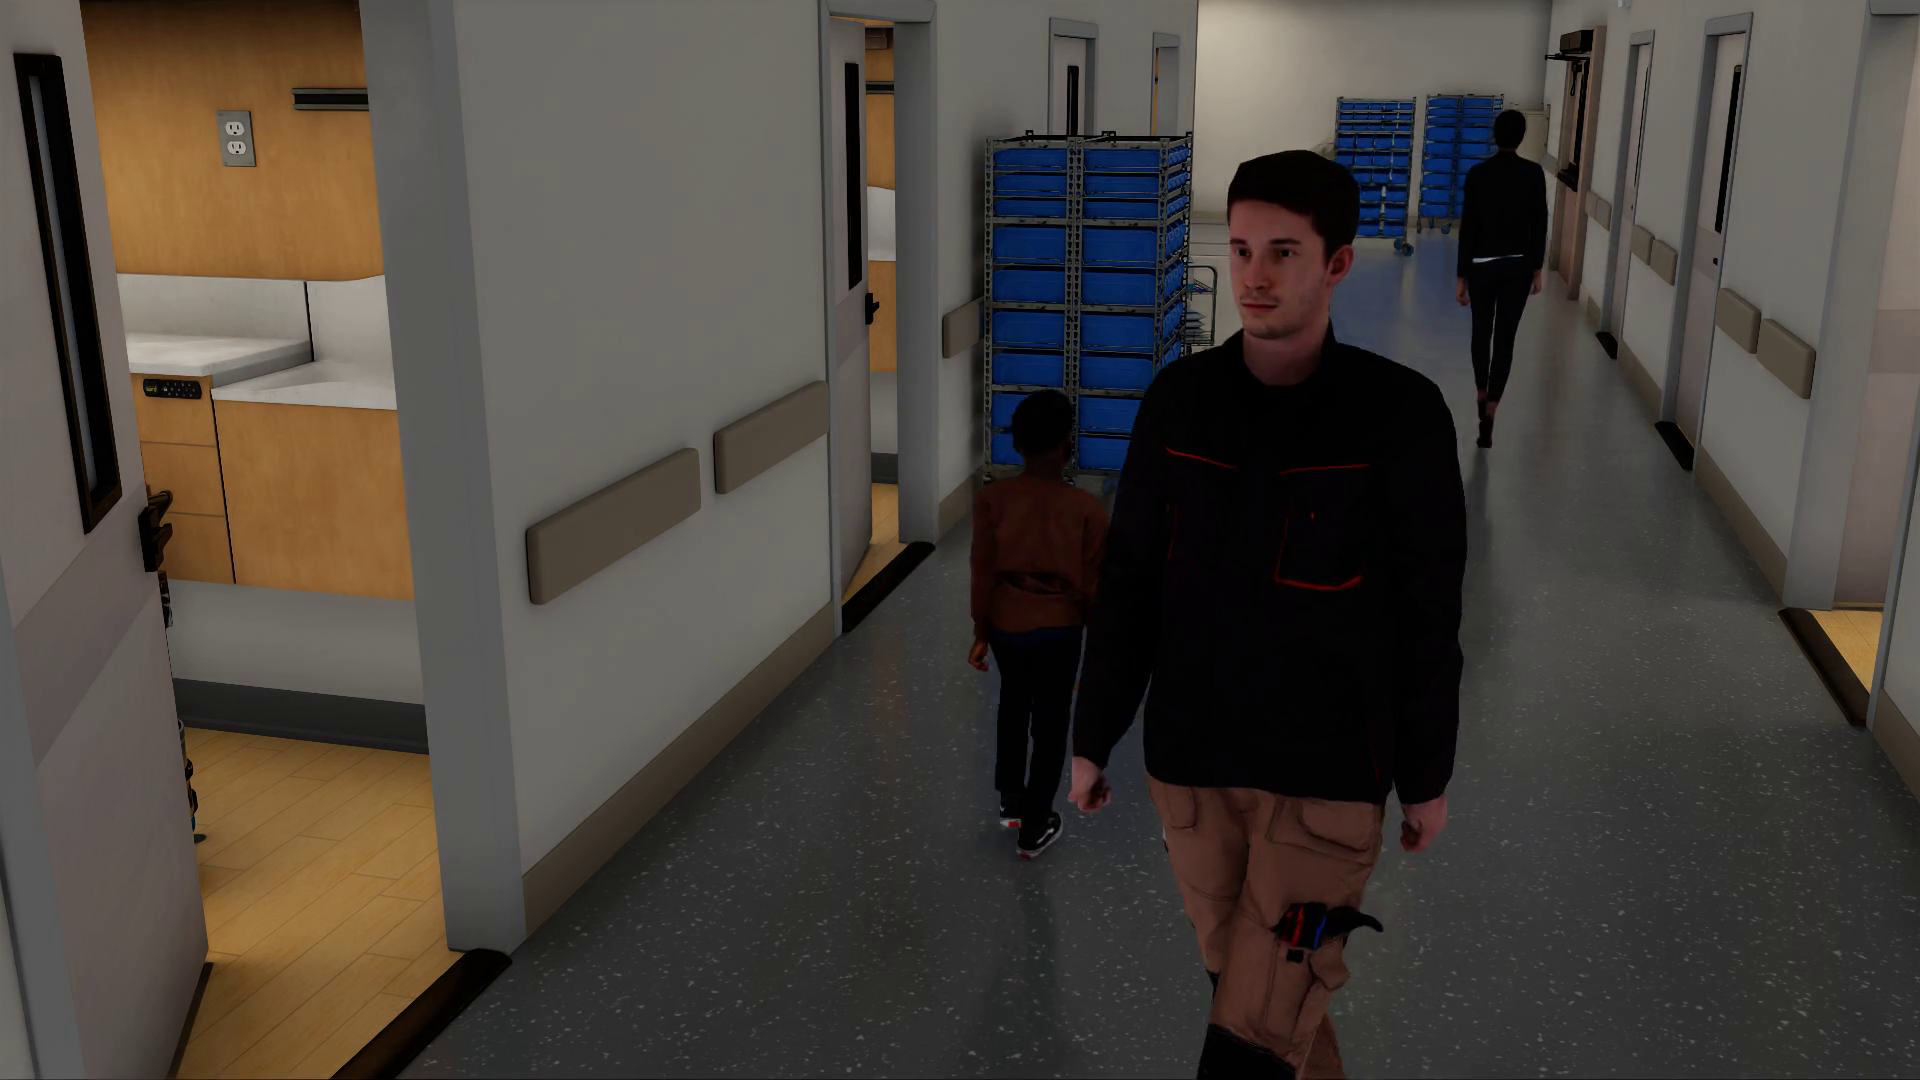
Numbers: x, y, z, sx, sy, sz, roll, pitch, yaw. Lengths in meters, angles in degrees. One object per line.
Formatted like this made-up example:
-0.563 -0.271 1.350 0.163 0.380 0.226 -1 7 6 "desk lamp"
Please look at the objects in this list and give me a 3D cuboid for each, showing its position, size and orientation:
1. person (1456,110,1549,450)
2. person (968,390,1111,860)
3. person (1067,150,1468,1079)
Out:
2.907 -1.346 8.964 0.715 1.777 1.195 7 17 22 "person"
0.179 0.245 4.302 0.536 1.245 0.483 5 16 17 "person"
0.526 0.375 2.682 0.993 1.874 1.327 10 19 32 "person"
